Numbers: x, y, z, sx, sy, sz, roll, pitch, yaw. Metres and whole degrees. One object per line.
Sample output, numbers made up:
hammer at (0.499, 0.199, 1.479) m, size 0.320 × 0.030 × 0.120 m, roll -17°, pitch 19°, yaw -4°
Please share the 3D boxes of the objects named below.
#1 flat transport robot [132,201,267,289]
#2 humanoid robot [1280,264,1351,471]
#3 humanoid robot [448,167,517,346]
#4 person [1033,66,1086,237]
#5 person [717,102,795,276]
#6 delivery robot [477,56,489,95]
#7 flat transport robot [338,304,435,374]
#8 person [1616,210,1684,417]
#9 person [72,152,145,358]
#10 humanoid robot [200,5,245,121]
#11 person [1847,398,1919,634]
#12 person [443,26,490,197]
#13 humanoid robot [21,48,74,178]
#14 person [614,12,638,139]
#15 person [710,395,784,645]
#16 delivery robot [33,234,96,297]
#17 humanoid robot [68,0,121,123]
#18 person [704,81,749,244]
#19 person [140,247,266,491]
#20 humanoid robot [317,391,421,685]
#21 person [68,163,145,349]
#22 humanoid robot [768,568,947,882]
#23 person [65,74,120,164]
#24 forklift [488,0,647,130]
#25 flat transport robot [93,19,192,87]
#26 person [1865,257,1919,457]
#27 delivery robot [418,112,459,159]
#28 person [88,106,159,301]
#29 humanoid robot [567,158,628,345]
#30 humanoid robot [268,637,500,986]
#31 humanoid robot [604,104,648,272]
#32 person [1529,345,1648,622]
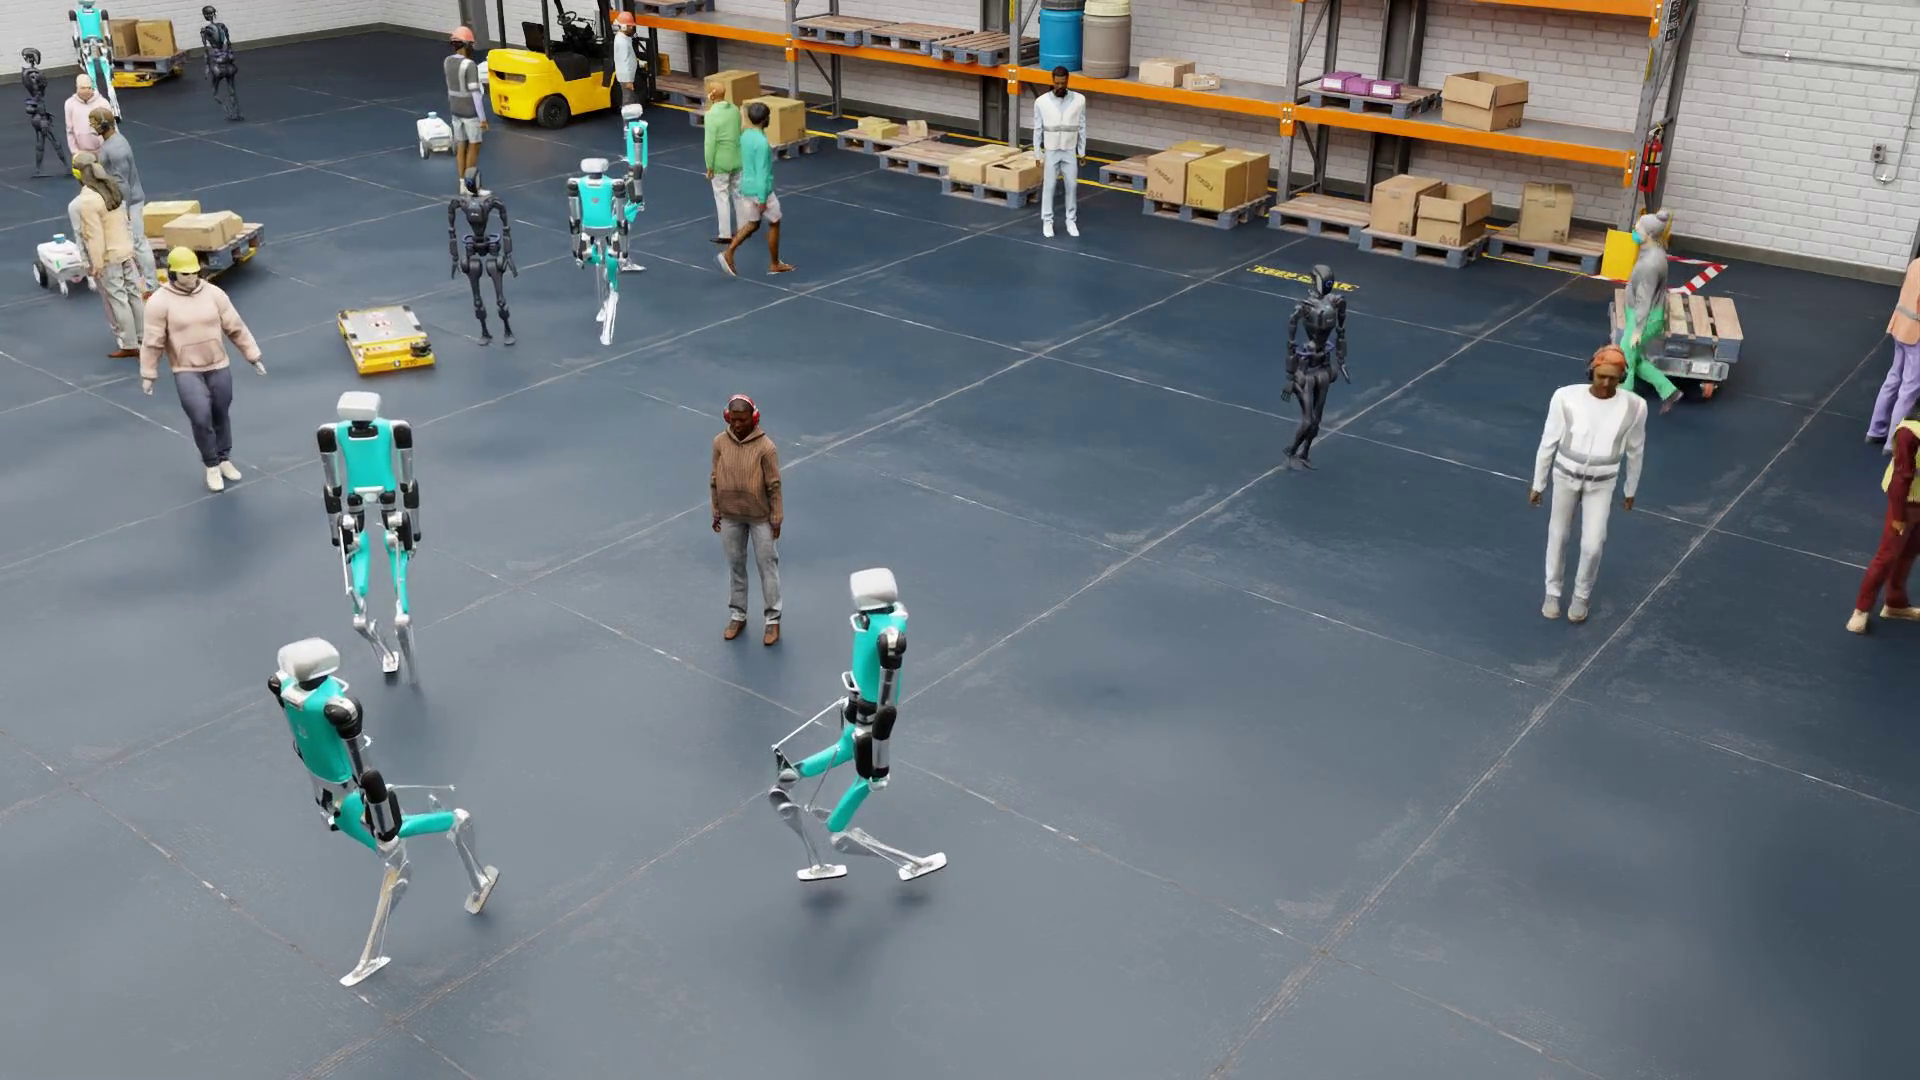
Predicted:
flat transport robot at (-8.120, -2.920, 17.617) m, size 0.659 × 0.231 × 1.431 m, roll 2°, pitch 26°, yaw 4°
humanoid robot at (2.712, -1.308, 12.664) m, size 0.612 × 1.648 × 0.338 m, roll -14°, pitch 29°, yaw -27°
humanoid robot at (-4.416, -2.610, 15.348) m, size 0.608 × 1.649 × 0.352 m, roll -2°, pitch 26°, yaw -5°
person at (1.119, -4.386, 18.777) m, size 0.596 × 1.906 × 0.402 m, roll -3°, pitch 26°, yaw -7°
person at (-2.151, -3.627, 17.306) m, size 0.789 × 1.821 × 0.494 m, roll -17°, pitch 31°, yaw -31°
delivery robot at (-7.474, -7.439, 26.669) m, size 0.785 × 0.614 × 0.504 m, roll -12°, pitch 28°, yaw -24°
flat transport robot at (-5.356, -1.884, 15.472) m, size 0.659 × 0.231 × 1.431 m, roll -12°, pitch 28°, yaw -23°
person at (5.609, -1.785, 13.491) m, size 0.598 × 1.822 × 0.535 m, roll 10°, pitch 28°, yaw 20°
person at (-7.691, -2.580, 15.070) m, size 0.403 × 1.876 × 0.555 m, roll 1°, pitch 26°, yaw 2°
humanoid robot at (-10.866, -7.005, 24.453) m, size 0.340 × 1.646 × 0.589 m, roll 8°, pitch 27°, yaw 17°
person at (5.985, -0.250, 10.394) m, size 0.629 × 1.752 × 0.376 m, roll -10°, pitch 27°, yaw -19°
person at (-6.035, -5.260, 20.453) m, size 0.649 × 2.026 × 0.467 m, roll 19°, pitch 32°, yaw 35°
humanoid robot at (-11.734, -5.463, 21.286) m, size 0.630 × 1.637 × 0.593 m, roll -12°, pitch 28°, yaw -24°
person at (-4.668, -6.542, 23.428) m, size 0.351 × 1.739 × 0.572 m, roll -6°, pitch 26°, yaw -12°
person at (-1.303, -0.139, 10.276) m, size 0.462 × 1.648 × 0.327 m, roll 6°, pitch 26°, yaw 13°
delivery robot at (-9.227, -2.852, 17.151) m, size 0.499 × 0.597 × 0.798 m, roll -21°, pitch 33°, yaw -36°
humanoid robot at (-12.664, -7.011, 24.474) m, size 0.559 × 1.834 × 0.877 m, roll -14°, pitch 29°, yaw -27°
person at (-2.621, -4.204, 18.552) m, size 0.388 × 1.776 × 0.539 m, roll 17°, pitch 30°, yaw 31°
person at (-5.624, -1.265, 12.376) m, size 0.845 × 1.845 × 0.627 m, roll -21°, pitch 33°, yaw -37°
humanoid robot at (-3.432, 0.107, 9.795) m, size 0.546 × 1.908 × 0.706 m, roll -6°, pitch 26°, yaw -12°
person at (-7.787, -2.596, 15.236) m, size 0.359 × 1.755 × 0.538 m, roll 23°, pitch 34°, yaw 38°
humanoid robot at (-0.554, 0.961, 7.878) m, size 0.966 × 1.742 × 0.547 m, roll -7°, pitch 27°, yaw -14°
person at (-9.939, -4.499, 19.175) m, size 0.557 × 1.753 × 0.578 m, roll -8°, pitch 27°, yaw -16°
forklift at (-5.874, -7.334, 24.552) m, size 1.214 × 2.155 × 2.313 m, roll 19°, pitch 32°, yaw 34°
flat transport robot at (-13.524, -7.738, 27.596) m, size 0.659 × 0.231 × 1.431 m, roll 0°, pitch 26°, yaw 0°
person at (7.450, -1.543, 12.966) m, size 0.380 × 1.837 × 0.562 m, roll 0°, pitch 26°, yaw 0°
delivery robot at (-7.148, -5.523, 22.662) m, size 0.499 × 0.579 × 0.774 m, roll -12°, pitch 28°, yaw -24°
person at (-8.338, -3.359, 16.628) m, size 0.368 × 1.932 × 0.620 m, roll -14°, pitch 29°, yaw -26°
humanoid robot at (-3.360, -2.792, 15.723) m, size 0.552 × 1.777 × 1.008 m, roll -2°, pitch 26°, yaw -4°
humanoid robot at (-2.530, 1.116, 7.620) m, size 0.530 × 1.769 × 0.995 m, roll 17°, pitch 31°, yaw 32°
humanoid robot at (-3.542, -3.583, 17.433) m, size 0.709 × 1.910 × 0.537 m, roll -5°, pitch 26°, yaw -11°
person at (3.917, -0.337, 10.436) m, size 0.614 × 1.864 × 0.483 m, roll 10°, pitch 28°, yaw 20°
